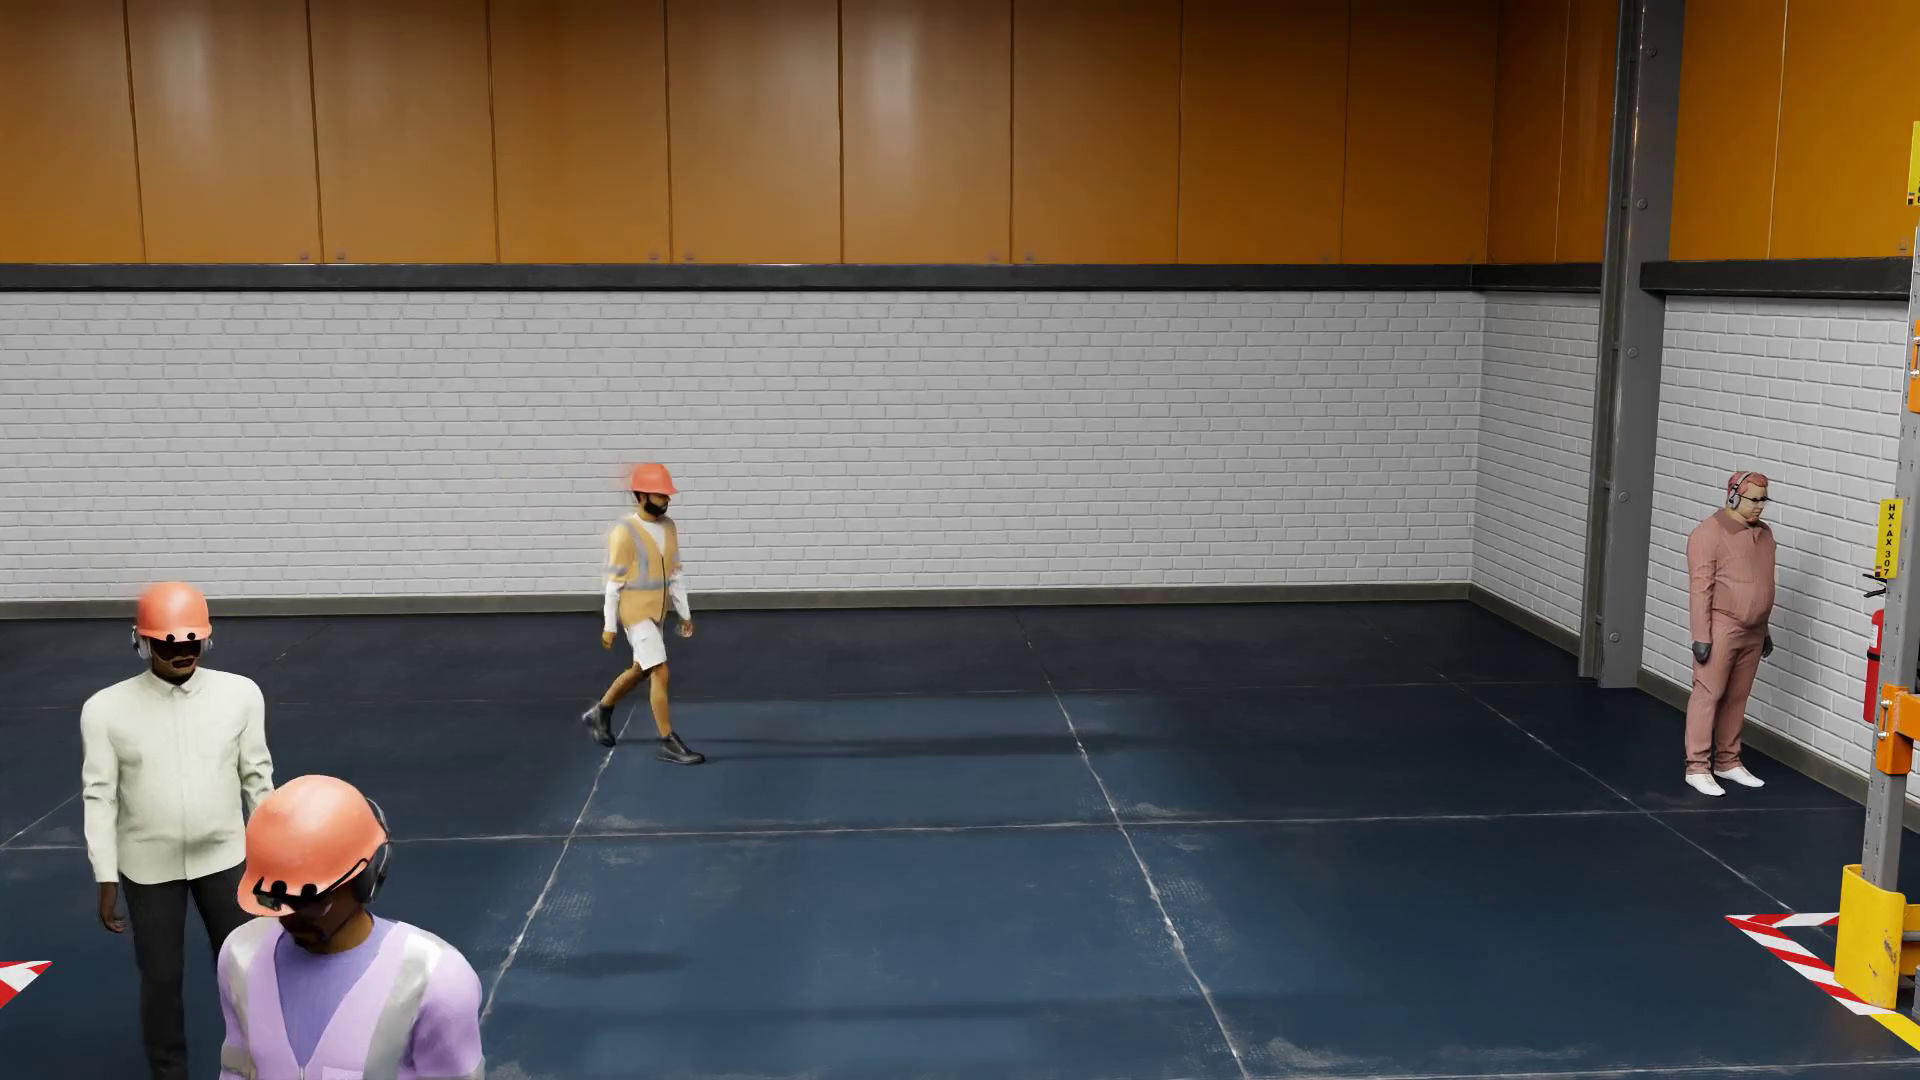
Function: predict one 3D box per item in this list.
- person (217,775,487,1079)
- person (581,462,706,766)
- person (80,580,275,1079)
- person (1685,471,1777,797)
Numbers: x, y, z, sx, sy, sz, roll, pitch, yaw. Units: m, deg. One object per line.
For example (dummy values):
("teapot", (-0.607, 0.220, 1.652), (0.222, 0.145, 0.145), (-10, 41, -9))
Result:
("person", (-1.298, 1.469, 3.519), (0.609, 2.033, 0.406), (2, 9, 15))
("person", (-2.034, 0.439, 10.430), (0.949, 1.898, 0.552), (4, 10, 24))
("person", (-2.706, 1.122, 5.834), (0.627, 1.991, 0.423), (-6, 11, -34))
("person", (4.549, 0.539, 9.771), (0.638, 1.903, 0.409), (-5, 10, -29))
